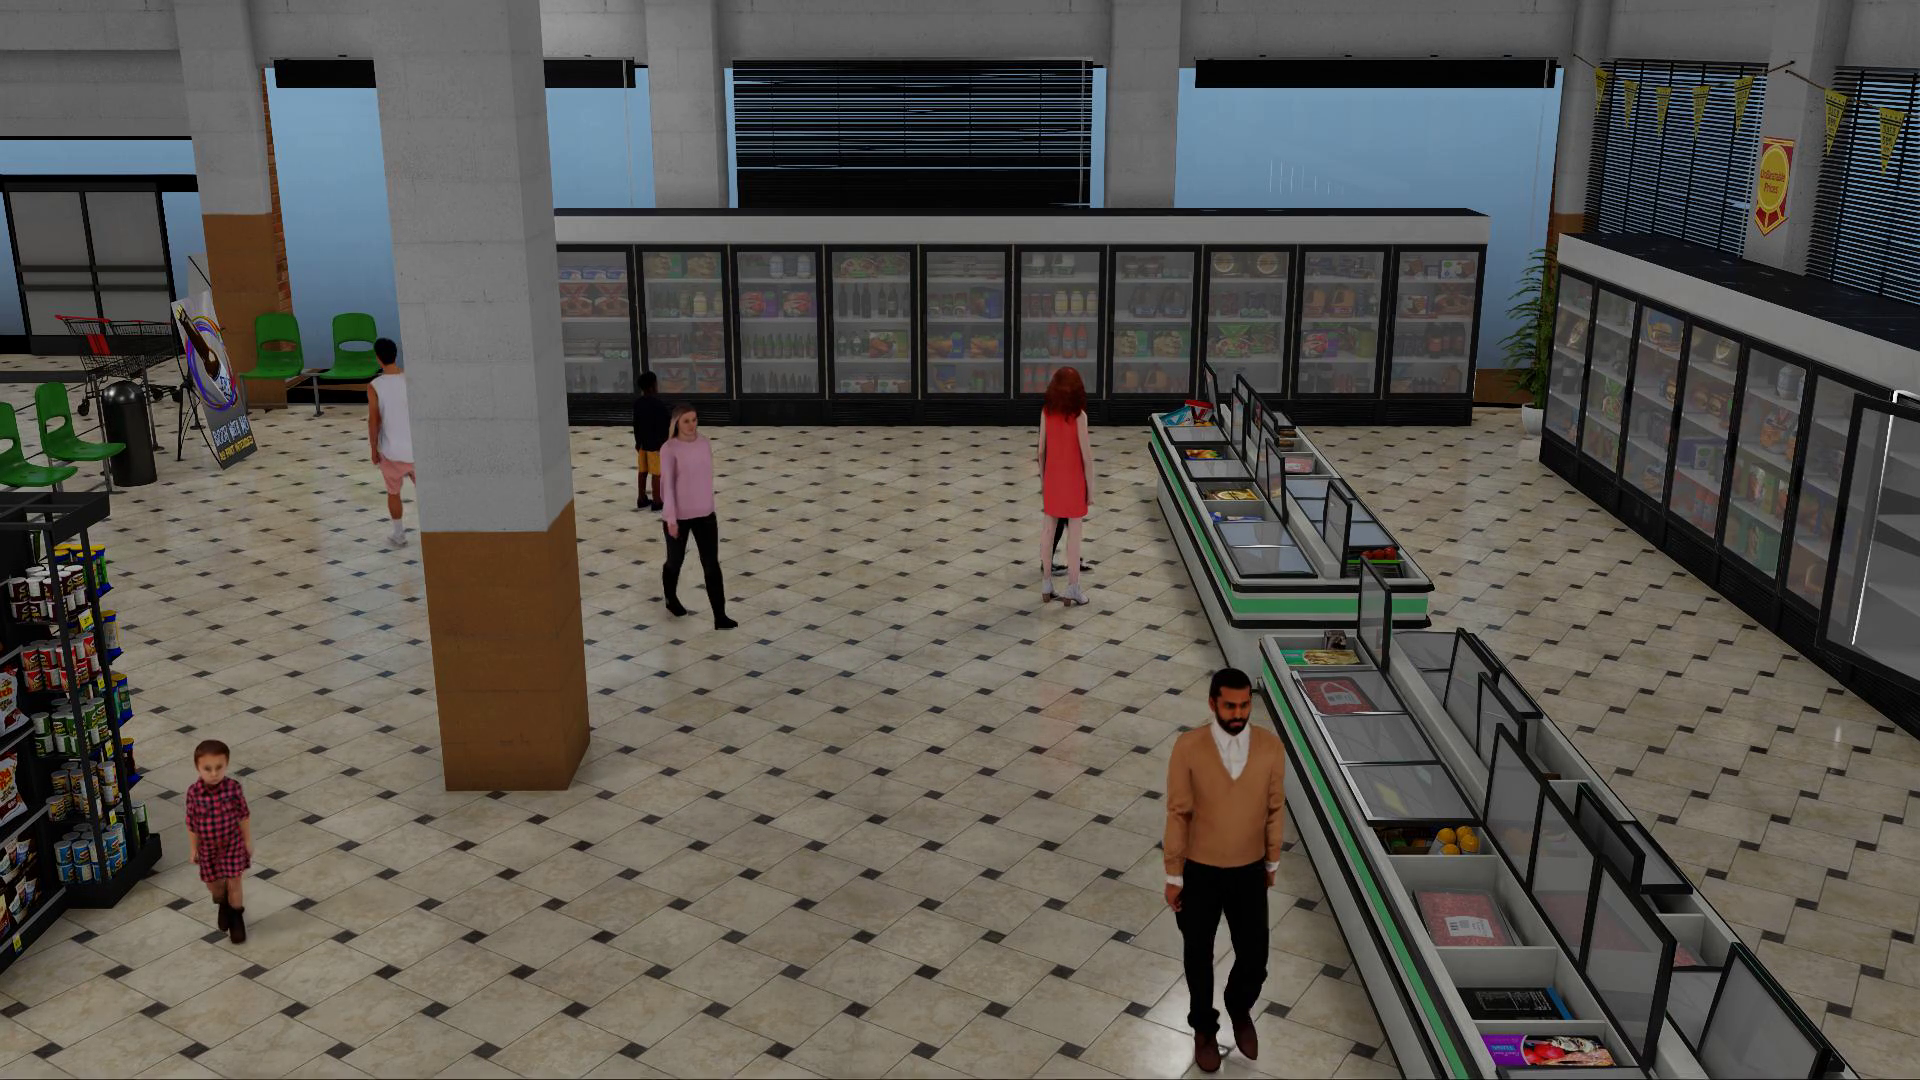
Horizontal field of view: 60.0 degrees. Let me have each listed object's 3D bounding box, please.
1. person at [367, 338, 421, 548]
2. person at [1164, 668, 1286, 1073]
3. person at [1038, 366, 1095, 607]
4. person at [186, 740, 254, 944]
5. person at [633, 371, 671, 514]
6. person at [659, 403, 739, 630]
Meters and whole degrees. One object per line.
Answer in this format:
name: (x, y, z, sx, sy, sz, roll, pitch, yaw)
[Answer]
person: (-4.613, -0.781, 13.808, 0.904, 1.776, 0.994, -10, 20, -31)
person: (1.068, 1.329, 6.913, 0.644, 1.744, 0.587, 0, 17, -1)
person: (0.782, -0.403, 12.479, 0.669, 1.826, 0.695, 12, 21, 35)
person: (-3.516, 1.406, 7.910, 0.504, 1.018, 0.555, -6, 18, -19)
person: (-2.809, -0.892, 15.053, 0.615, 1.266, 0.659, 10, 20, 31)
person: (-2.014, -0.169, 12.034, 1.033, 1.636, 1.178, -12, 21, -35)
